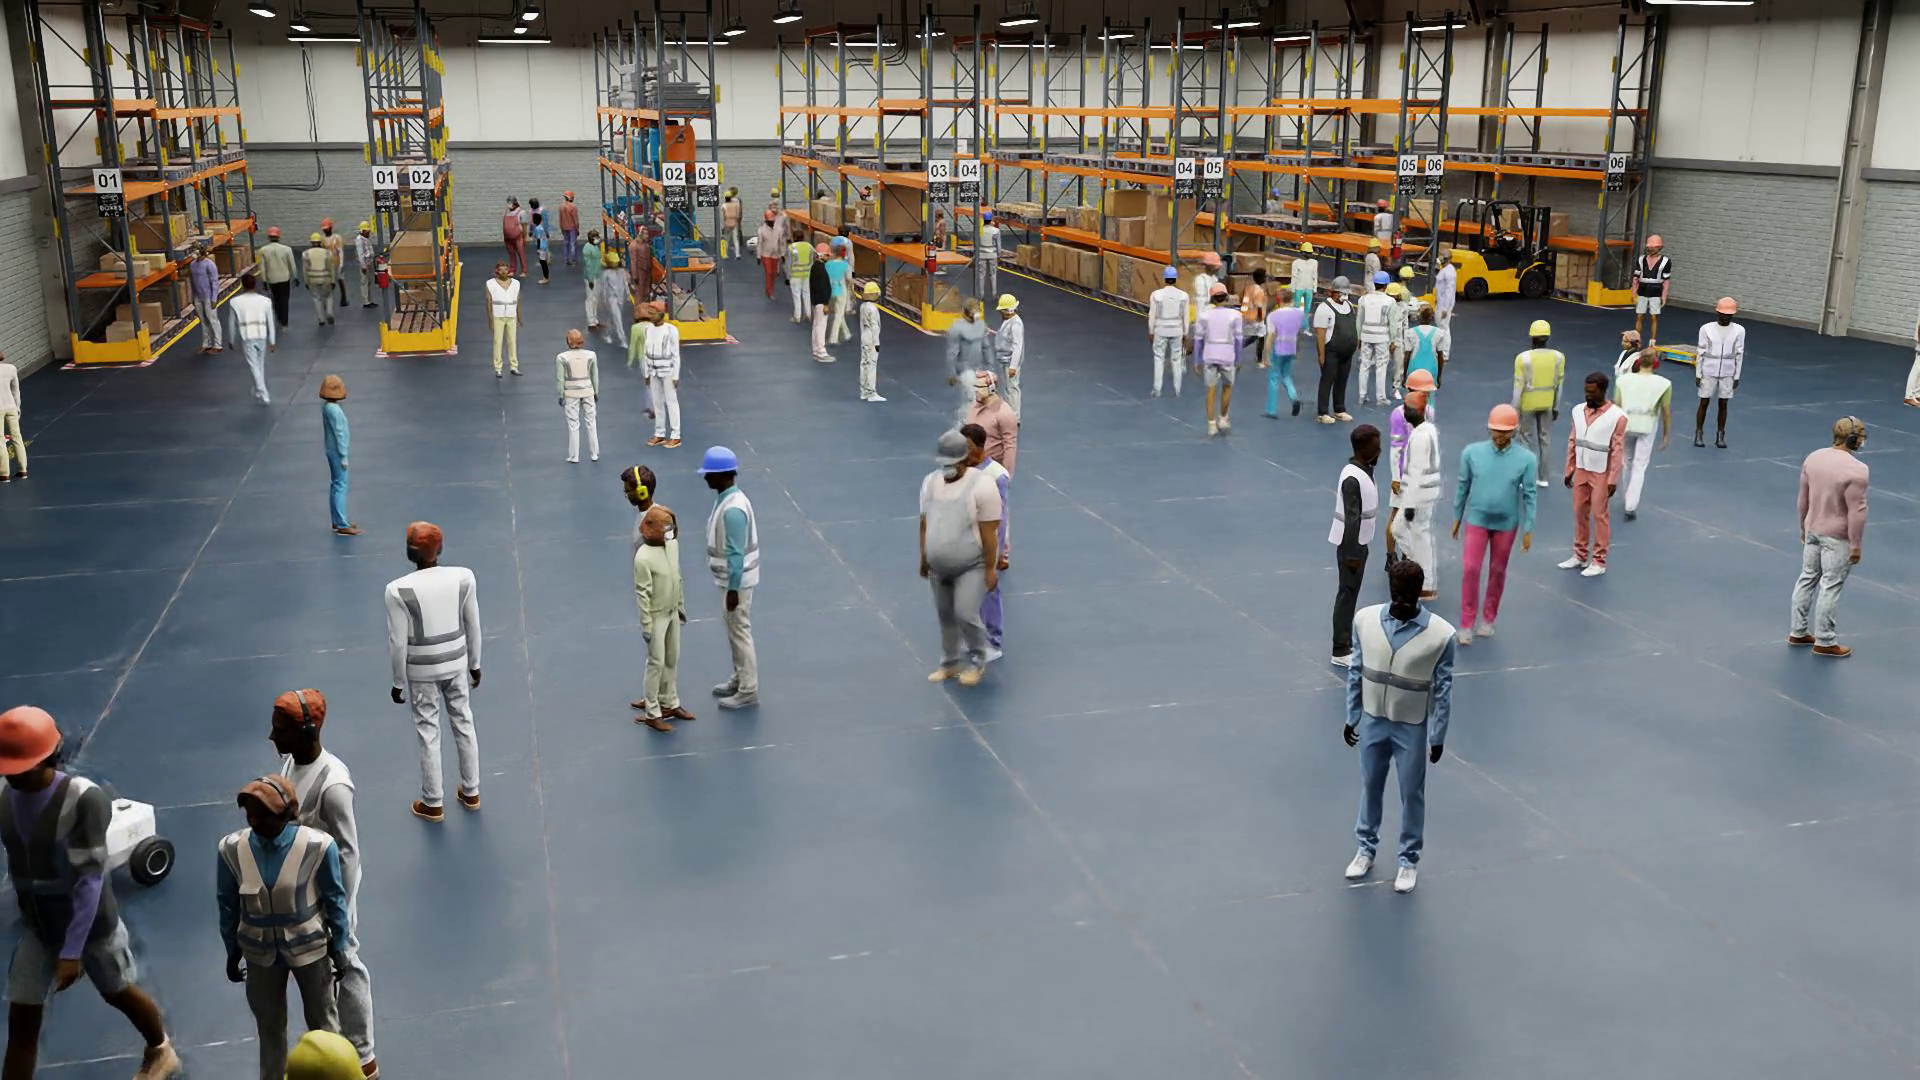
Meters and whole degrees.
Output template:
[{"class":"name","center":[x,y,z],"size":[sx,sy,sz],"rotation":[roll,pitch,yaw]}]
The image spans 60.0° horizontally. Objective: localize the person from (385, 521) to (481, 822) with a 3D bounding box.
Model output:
[{"class":"person","center":[-3.218,0.801,10.224],"size":[0.584,1.883,0.347],"rotation":[-13,20,-40]}]

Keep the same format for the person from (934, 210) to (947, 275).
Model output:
[{"class":"person","center":[-0.498,-7.530,42.061],"size":[0.315,1.629,0.509],"rotation":[-4,15,-16]}]

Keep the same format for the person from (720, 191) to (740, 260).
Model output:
[{"class":"person","center":[-6.341,-8.696,45.974],"size":[0.593,1.887,0.968],"rotation":[-8,17,-28]}]

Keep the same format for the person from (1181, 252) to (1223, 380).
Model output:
[{"class":"person","center":[3.866,-3.558,26.351],"size":[0.758,2.023,0.617],"rotation":[12,19,39]}]

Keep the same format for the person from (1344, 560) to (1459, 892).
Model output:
[{"class":"person","center":[2.462,1.019,9.357],"size":[0.587,1.911,0.398],"rotation":[10,18,32]}]

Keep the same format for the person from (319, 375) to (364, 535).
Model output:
[{"class":"person","center":[-6.337,-0.868,16.977],"size":[0.273,1.636,0.507],"rotation":[-9,17,-29]}]

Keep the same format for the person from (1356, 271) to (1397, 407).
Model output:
[{"class":"person","center":[6.026,-2.908,24.057],"size":[0.615,1.945,0.404],"rotation":[12,19,38]}]

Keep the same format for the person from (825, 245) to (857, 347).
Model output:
[{"class":"person","center":[-2.127,-4.409,29.995],"size":[0.580,1.794,0.876],"rotation":[11,19,36]}]

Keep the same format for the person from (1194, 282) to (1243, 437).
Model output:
[{"class":"person","center":[3.426,-2.400,22.043],"size":[0.634,1.998,0.834],"rotation":[4,16,16]}]

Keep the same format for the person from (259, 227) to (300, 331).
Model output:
[{"class":"person","center":[-13.073,-5.030,32.024],"size":[0.635,1.957,0.908],"rotation":[-2,15,-6]}]

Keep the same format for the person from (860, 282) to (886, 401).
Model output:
[{"class":"person","center":[-1.303,-2.924,24.510],"size":[0.299,1.745,0.483],"rotation":[-7,17,-25]}]

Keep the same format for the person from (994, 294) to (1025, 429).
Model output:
[{"class":"person","center":[0.660,-2.395,22.364],"size":[0.403,1.824,0.588],"rotation":[-2,15,-9]}]

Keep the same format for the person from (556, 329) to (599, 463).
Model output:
[{"class":"person","center":[-4.650,-1.752,20.298],"size":[0.510,1.640,0.308],"rotation":[-8,17,-27]}]

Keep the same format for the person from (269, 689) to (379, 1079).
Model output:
[{"class":"person","center":[-2.847,1.556,7.385],"size":[0.356,1.882,0.574],"rotation":[-14,20,-42]}]

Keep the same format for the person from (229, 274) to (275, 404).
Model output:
[{"class":"person","center":[-10.366,-2.951,24.397],"size":[0.594,1.869,1.006],"rotation":[-12,19,-38]}]

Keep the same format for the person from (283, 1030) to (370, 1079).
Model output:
[{"class":"person","center":[-1.805,2.262,4.949],"size":[0.305,1.771,0.525],"rotation":[12,19,39]}]

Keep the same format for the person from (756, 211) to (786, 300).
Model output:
[{"class":"person","center":[-4.230,-6.308,36.867],"size":[0.641,1.961,0.717],"rotation":[-10,18,-33]}]

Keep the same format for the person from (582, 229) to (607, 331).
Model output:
[{"class":"person","center":[-7.037,-4.994,31.932],"size":[0.374,1.936,0.627],"rotation":[1,15,3]}]

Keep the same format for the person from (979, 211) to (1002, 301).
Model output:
[{"class":"person","center":[0.614,-6.245,36.610],"size":[0.605,1.951,0.381],"rotation":[3,15,11]}]

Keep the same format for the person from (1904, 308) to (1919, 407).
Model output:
[{"class":"person","center":[14.006,-2.872,24.079],"size":[0.549,1.867,0.307],"rotation":[-12,19,-38]}]

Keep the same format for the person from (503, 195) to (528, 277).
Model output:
[{"class":"person","center":[-11.102,-7.563,41.397],"size":[0.686,2.000,0.535],"rotation":[6,16,21]}]

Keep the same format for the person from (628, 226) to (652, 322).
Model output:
[{"class":"person","center":[-6.315,-5.282,33.107],"size":[0.401,1.893,0.654],"rotation":[5,16,18]}]

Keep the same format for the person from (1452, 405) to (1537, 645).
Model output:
[{"class":"person","center":[4.315,-0.108,13.473],"size":[0.654,1.964,0.850],"rotation":[5,16,20]}]

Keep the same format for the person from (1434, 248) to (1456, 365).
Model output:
[{"class":"person","center":[8.087,-3.901,27.842],"size":[0.359,1.931,0.681],"rotation":[1,15,6]}]

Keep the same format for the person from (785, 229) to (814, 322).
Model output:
[{"class":"person","center":[-3.203,-5.257,33.105],"size":[0.626,1.843,0.430],"rotation":[-12,19,-38]}]

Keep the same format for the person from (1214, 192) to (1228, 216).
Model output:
[{"class":"person","center":[7.533,-9.215,48.217],"size":[0.538,1.739,0.855],"rotation":[-9,18,-32]}]

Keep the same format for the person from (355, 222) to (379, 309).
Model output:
[{"class":"person","center":[-12.594,-5.832,35.297],"size":[0.404,1.825,0.586],"rotation":[-2,15,-6]}]

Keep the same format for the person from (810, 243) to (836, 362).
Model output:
[{"class":"person","center":[-2.336,-4.018,28.163],"size":[0.393,1.985,0.610],"rotation":[-5,16,-19]}]

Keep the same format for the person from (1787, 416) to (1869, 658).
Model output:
[{"class":"person","center":[6.936,-0.032,13.254],"size":[0.351,1.936,0.635],"rotation":[-4,15,-14]}]

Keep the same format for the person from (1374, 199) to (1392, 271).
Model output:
[{"class":"person","center":[10.467,-7.490,41.363],"size":[0.551,1.919,0.409],"rotation":[-7,16,-24]}]

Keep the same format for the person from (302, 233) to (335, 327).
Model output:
[{"class":"person","center":[-12.534,-5.097,32.562],"size":[0.596,1.814,0.542],"rotation":[-5,16,-18]}]

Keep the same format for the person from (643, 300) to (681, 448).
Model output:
[{"class":"person","center":[-3.808,-2.119,21.227],"size":[0.578,1.879,0.348],"rotation":[9,18,32]}]

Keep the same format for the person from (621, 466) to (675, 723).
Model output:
[{"class":"person","center":[-2.217,0.381,11.846],"size":[0.328,1.865,0.520],"rotation":[-4,15,-13]}]

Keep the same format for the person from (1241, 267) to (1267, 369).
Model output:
[{"class":"person","center":[4.820,-3.632,27.282],"size":[0.591,1.681,0.544],"rotation":[-3,15,-10]}]

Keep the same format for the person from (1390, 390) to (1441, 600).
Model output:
[{"class":"person","center":[4.057,-0.391,14.742],"size":[0.460,1.861,0.684],"rotation":[5,16,18]}]

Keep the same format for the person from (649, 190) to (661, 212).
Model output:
[{"class":"person","center":[-8.354,-8.711,45.985],"size":[0.559,1.898,0.701],"rotation":[-6,16,-23]}]

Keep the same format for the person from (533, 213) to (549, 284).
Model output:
[{"class":"person","center":[-10.080,-7.008,39.990],"size":[0.322,1.690,0.532],"rotation":[-2,15,-7]}]

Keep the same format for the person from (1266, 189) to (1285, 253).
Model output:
[{"class":"person","center":[8.757,-8.738,46.031],"size":[0.645,1.920,0.757],"rotation":[-7,16,-25]}]

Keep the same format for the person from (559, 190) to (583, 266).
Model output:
[{"class":"person","center":[-10.341,-8.266,44.136],"size":[0.623,1.988,0.393],"rotation":[9,17,29]}]
